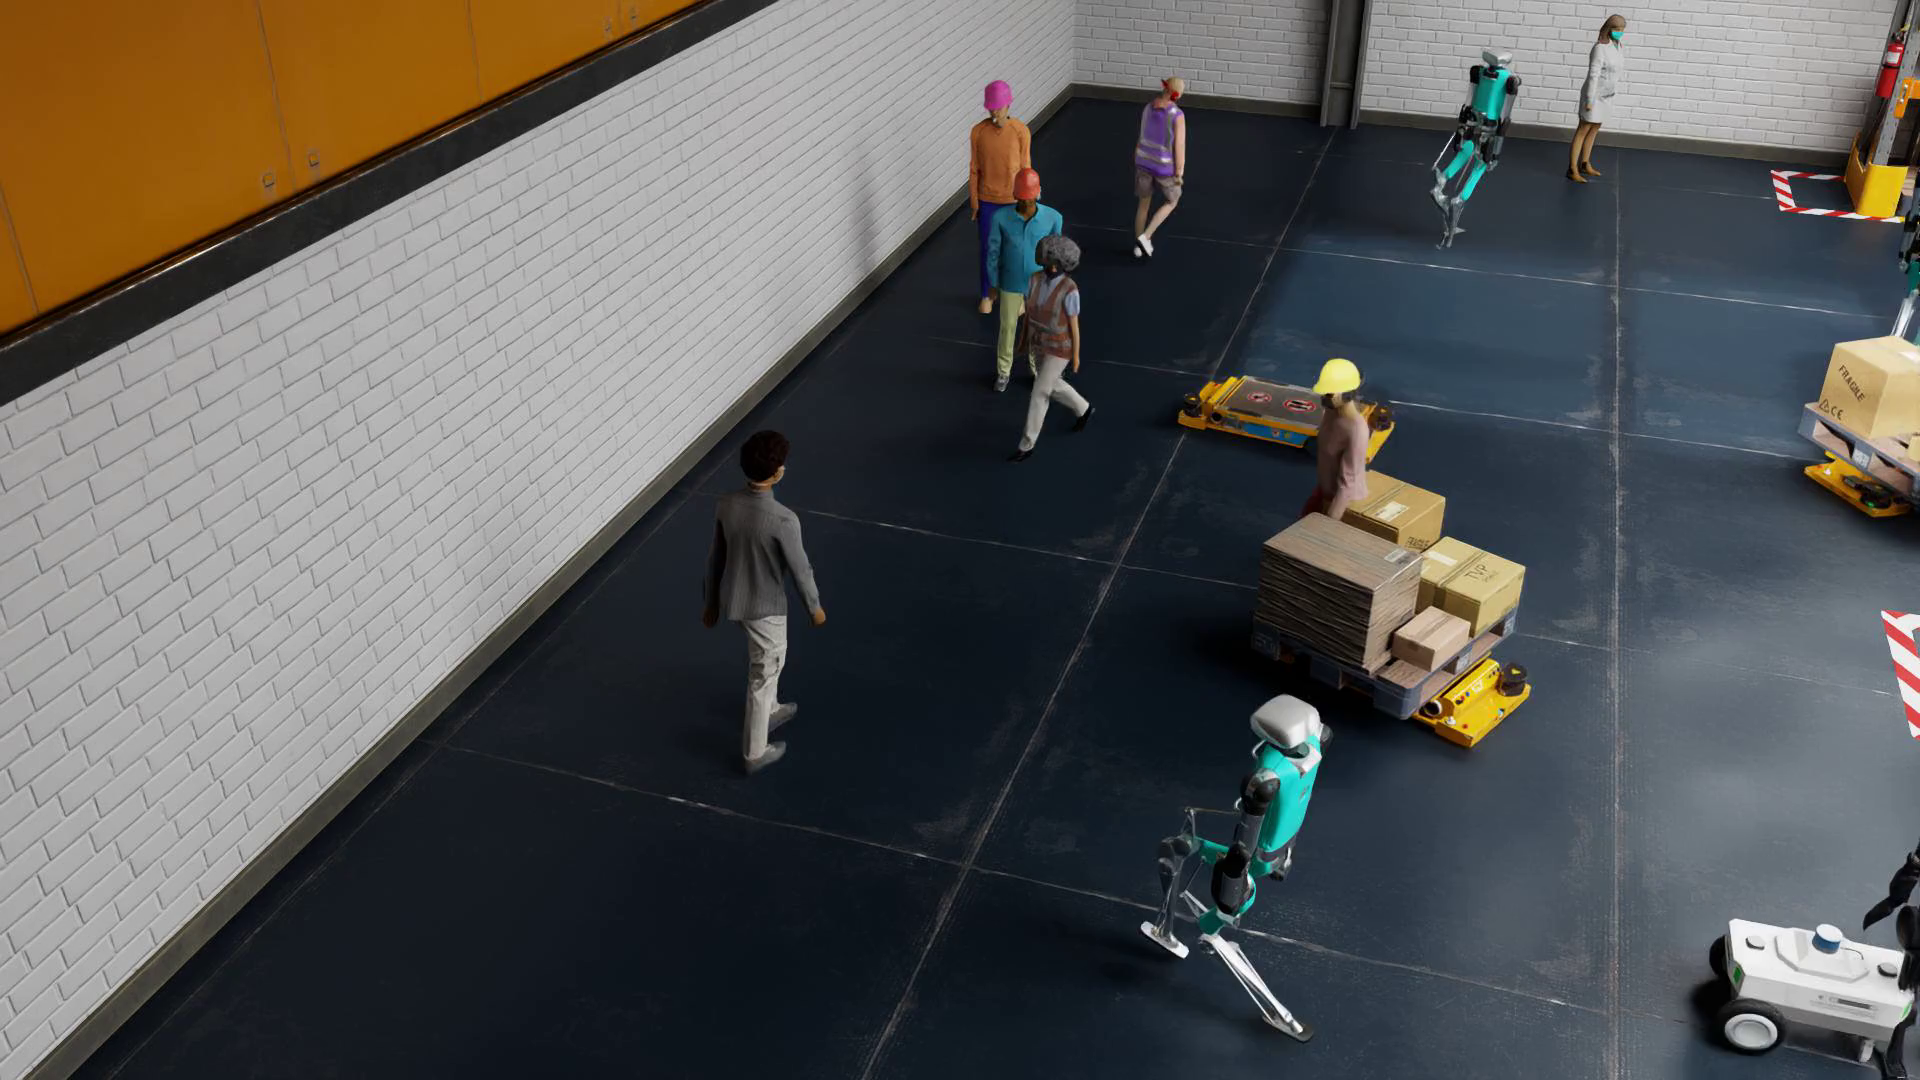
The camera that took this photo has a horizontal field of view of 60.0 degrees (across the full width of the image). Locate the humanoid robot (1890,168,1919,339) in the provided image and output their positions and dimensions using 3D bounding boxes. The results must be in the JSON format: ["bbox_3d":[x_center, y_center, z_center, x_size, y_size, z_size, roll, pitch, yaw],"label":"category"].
[{"bbox_3d":[7.712,-2.292,13.093,0.552,1.785,0.874,21,37,32],"label":"humanoid robot"}]

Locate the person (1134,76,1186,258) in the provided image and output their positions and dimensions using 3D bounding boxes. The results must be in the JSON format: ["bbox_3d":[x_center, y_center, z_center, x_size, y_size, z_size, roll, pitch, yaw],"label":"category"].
[{"bbox_3d":[1.754,-3.300,14.846,0.567,1.667,0.420,24,38,34],"label":"person"}]

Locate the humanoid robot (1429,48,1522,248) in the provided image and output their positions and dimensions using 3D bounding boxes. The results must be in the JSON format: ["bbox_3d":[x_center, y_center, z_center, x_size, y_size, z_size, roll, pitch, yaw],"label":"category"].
[{"bbox_3d":[4.606,-3.504,15.248,0.801,1.891,0.537,-19,35,-29],"label":"humanoid robot"}]

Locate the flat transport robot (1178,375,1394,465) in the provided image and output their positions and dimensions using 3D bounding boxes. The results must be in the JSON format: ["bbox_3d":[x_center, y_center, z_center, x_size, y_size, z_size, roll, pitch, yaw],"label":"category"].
[{"bbox_3d":[2.385,-0.899,12.156,1.431,0.231,0.659,15,34,24],"label":"flat transport robot"}]

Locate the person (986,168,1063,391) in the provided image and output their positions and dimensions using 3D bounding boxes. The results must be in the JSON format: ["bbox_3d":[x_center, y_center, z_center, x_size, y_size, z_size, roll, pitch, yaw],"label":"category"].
[{"bbox_3d":[0.483,-1.939,12.460,0.572,1.746,0.345,0,30,0],"label":"person"}]

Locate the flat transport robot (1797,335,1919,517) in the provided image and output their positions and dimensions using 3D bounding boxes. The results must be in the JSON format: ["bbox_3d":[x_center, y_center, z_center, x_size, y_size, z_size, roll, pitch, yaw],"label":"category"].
[{"bbox_3d":[6.633,-0.470,11.425,1.431,0.231,0.659,-9,32,-14],"label":"flat transport robot"}]

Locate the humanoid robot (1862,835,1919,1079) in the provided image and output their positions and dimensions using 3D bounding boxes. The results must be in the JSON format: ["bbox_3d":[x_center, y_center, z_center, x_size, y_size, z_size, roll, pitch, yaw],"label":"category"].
[{"bbox_3d":[4.003,1.498,6.685,0.609,1.654,0.351,6,31,10],"label":"humanoid robot"}]

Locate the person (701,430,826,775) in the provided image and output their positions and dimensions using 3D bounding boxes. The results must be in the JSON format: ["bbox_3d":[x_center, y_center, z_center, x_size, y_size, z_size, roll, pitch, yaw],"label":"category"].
[{"bbox_3d":[-1.007,0.320,8.509,0.543,1.871,0.551,21,37,32],"label":"person"}]

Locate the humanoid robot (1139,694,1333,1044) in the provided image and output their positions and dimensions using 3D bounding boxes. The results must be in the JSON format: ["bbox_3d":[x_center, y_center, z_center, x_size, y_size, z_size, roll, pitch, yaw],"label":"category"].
[{"bbox_3d":[1.073,1.305,7.009,1.100,1.739,0.546,23,38,34],"label":"humanoid robot"}]

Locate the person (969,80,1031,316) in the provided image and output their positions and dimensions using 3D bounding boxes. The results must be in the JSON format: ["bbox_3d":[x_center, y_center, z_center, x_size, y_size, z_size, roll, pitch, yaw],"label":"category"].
[{"bbox_3d":[0.323,-2.819,13.748,0.515,1.972,0.404,5,31,8],"label":"person"}]

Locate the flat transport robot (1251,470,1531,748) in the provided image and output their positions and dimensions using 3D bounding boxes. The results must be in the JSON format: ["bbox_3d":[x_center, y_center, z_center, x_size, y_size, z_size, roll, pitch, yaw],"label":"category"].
[{"bbox_3d":[2.437,0.679,9.470,1.431,0.231,0.659,26,39,37],"label":"flat transport robot"}]

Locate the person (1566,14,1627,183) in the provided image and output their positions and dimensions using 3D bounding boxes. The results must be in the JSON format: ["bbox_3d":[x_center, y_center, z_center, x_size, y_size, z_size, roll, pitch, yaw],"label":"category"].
[{"bbox_3d":[6.493,-4.486,16.878,0.487,1.662,0.343,-24,38,-35],"label":"person"}]

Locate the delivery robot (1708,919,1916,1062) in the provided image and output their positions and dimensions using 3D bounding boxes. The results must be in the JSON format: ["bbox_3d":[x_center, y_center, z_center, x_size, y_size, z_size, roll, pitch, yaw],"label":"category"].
[{"bbox_3d":[3.615,1.892,7.132,0.775,0.603,0.525,9,32,15],"label":"delivery robot"}]

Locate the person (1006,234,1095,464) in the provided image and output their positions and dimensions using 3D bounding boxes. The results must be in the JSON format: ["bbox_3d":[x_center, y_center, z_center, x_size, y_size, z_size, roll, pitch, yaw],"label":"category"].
[{"bbox_3d":[0.673,-1.377,11.601,0.817,1.641,0.457,-22,37,-33],"label":"person"}]

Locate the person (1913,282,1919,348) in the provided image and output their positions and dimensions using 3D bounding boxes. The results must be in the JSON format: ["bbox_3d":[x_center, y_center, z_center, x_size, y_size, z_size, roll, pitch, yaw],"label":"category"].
[{"bbox_3d":[7.381,-1.892,12.267,0.537,1.865,0.380,19,35,29],"label":"person"}]

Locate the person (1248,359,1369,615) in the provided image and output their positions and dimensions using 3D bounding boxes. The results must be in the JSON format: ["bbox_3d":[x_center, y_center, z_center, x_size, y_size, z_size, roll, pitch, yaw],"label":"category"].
[{"bbox_3d":[2.079,-0.228,9.557,0.772,1.729,0.547,-5,31,-9],"label":"person"}]
